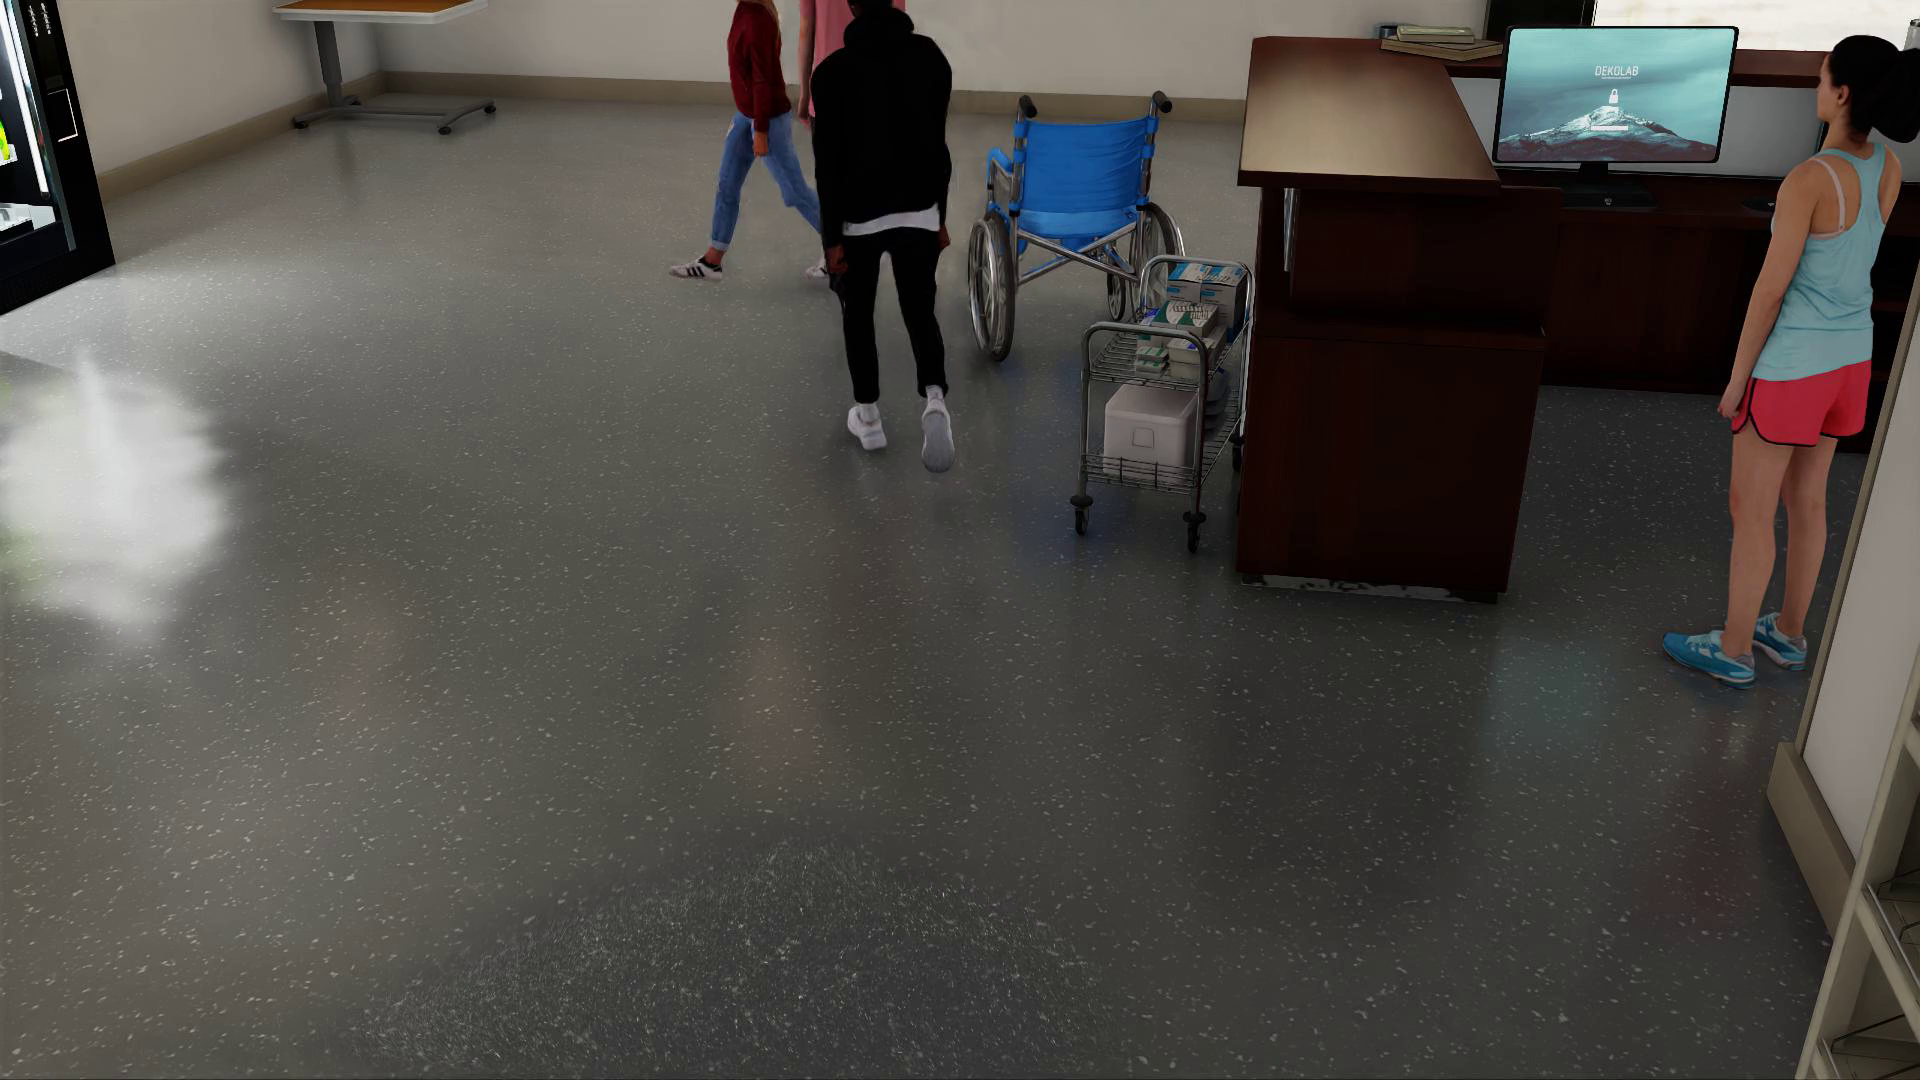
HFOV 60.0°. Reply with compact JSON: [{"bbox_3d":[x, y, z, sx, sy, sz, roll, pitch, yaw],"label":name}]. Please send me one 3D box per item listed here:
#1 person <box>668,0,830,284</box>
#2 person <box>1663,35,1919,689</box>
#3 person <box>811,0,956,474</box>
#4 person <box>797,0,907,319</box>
[{"bbox_3d":[-0.837,-1.933,7.770,1.045,1.576,1.170,-6,26,-12],"label":"person"},{"bbox_3d":[2.264,-0.447,4.474,0.653,1.763,0.694,-13,29,-25],"label":"person"},{"bbox_3d":[-0.220,-1.087,5.765,0.956,1.794,1.163,-8,27,-16],"label":"person"},{"bbox_3d":[-0.467,-1.825,7.143,0.751,1.926,1.173,0,26,0],"label":"person"}]
